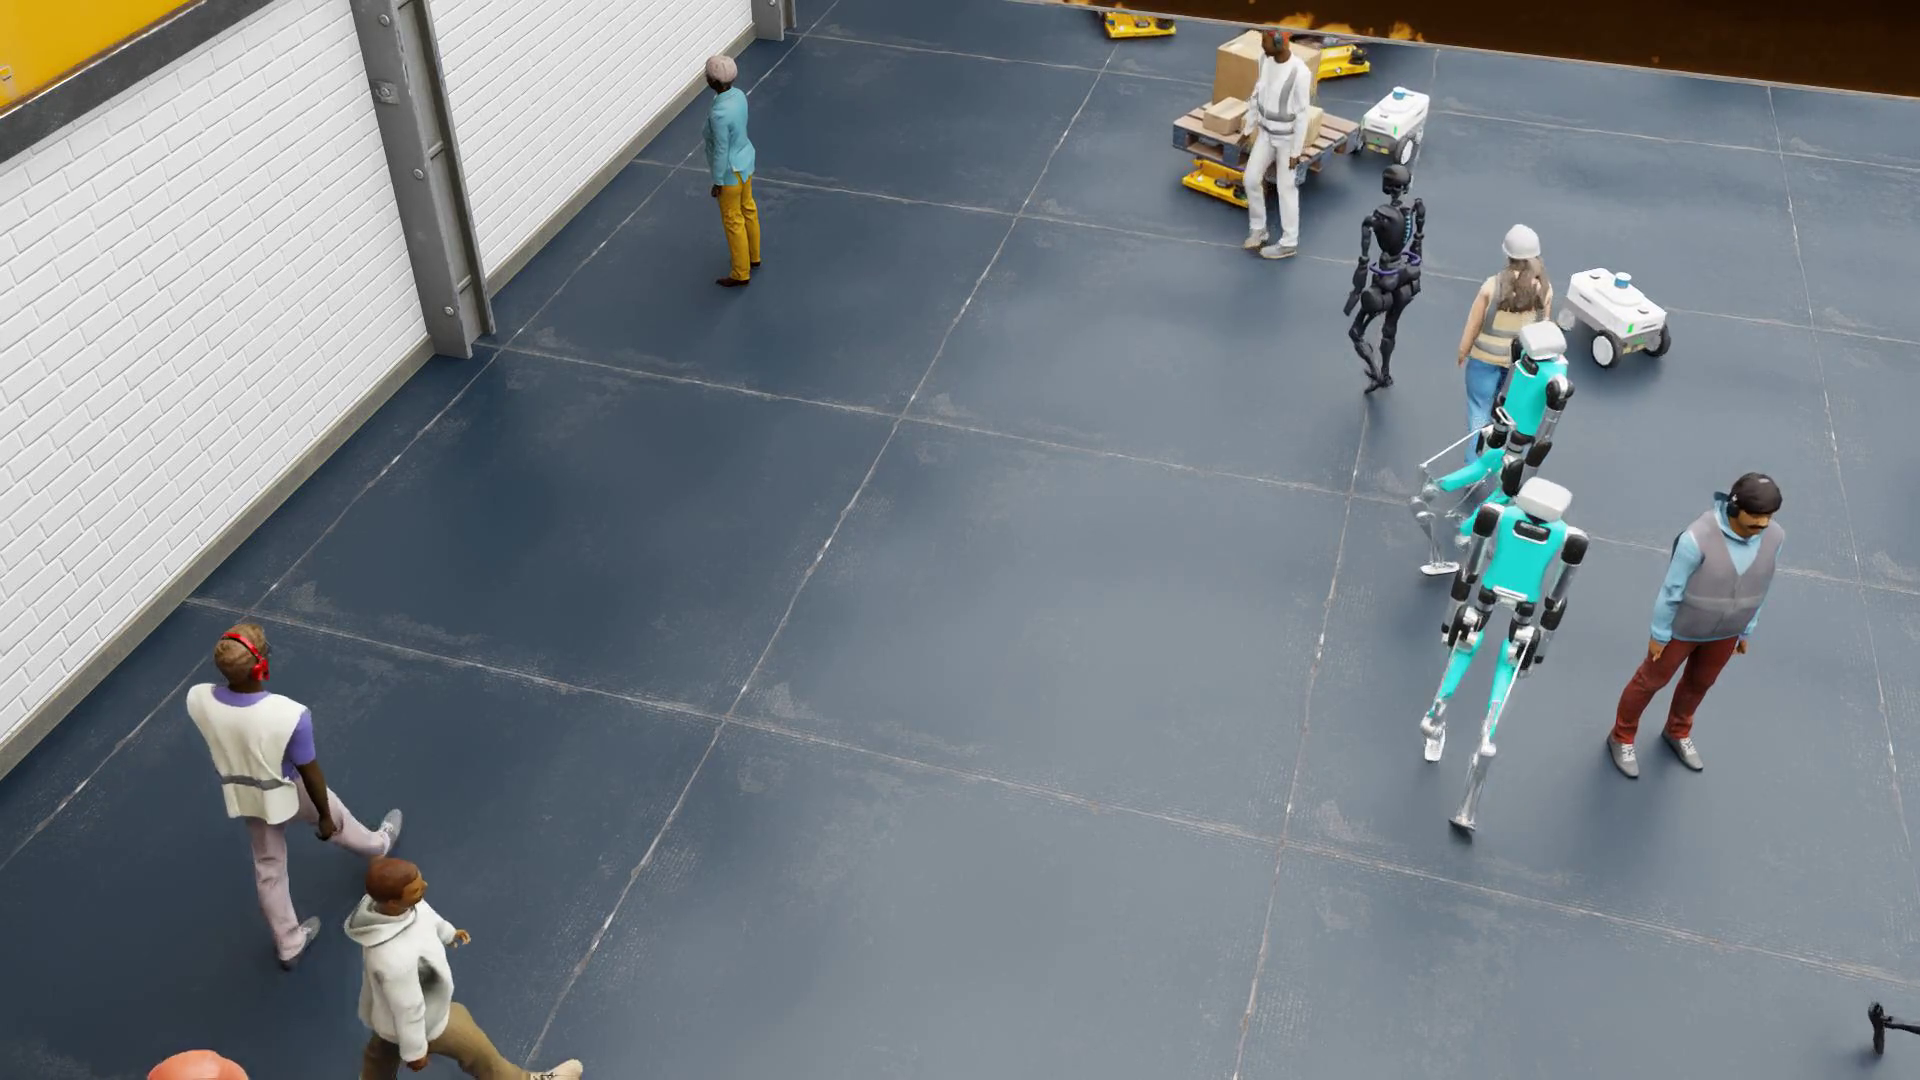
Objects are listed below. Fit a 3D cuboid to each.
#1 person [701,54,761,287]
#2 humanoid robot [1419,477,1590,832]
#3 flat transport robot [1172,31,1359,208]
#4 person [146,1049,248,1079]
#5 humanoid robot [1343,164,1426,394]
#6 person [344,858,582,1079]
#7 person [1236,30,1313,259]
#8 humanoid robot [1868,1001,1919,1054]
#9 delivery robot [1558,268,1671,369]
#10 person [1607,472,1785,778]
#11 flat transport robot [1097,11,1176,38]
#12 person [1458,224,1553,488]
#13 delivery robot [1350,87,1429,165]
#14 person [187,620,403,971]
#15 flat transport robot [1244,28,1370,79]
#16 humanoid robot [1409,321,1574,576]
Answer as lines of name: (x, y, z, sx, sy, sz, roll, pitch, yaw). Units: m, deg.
person: (-1.688, -2.701, 12.178, 0.338, 1.754, 0.535, 9, 40, 11)
humanoid robot: (2.554, 0.649, 8.067, 0.565, 1.807, 0.944, 16, 42, 19)
flat transport robot: (2.551, -3.205, 13.991, 0.659, 0.231, 1.431, 29, 47, 31)
person: (-2.577, 2.329, 5.828, 0.653, 1.878, 0.413, 14, 41, 17)
humanoid robot: (2.849, -1.701, 11.000, 0.607, 1.652, 0.410, -22, 44, -25)
person: (-2.120, 1.825, 6.583, 0.975, 1.707, 0.522, -21, 43, -24)
person: (2.370, -3.023, 12.506, 0.450, 1.863, 0.583, -19, 43, -22)
humanoid robot: (4.085, 1.743, 6.717, 0.599, 1.637, 0.552, -23, 44, -26)
delivery robot: (4.632, -1.586, 11.764, 0.499, 0.614, 0.815, -14, 41, -17)
person: (3.650, 0.409, 8.222, 0.530, 1.870, 0.416, -5, 39, -6)
flat transport robot: (1.684, -5.415, 16.740, 0.659, 0.231, 1.431, -5, 39, -7)
person: (3.346, -1.138, 10.285, 0.487, 1.693, 0.828, 4, 39, 5)
delivery robot: (3.705, -3.573, 14.202, 0.499, 0.571, 0.756, 24, 45, 27)
person: (-3.003, 1.050, 7.478, 0.570, 1.802, 0.937, 6, 39, 7)
flat transport robot: (3.309, -4.815, 15.993, 0.659, 0.231, 1.431, -11, 40, -14)
humanoid robot: (2.951, -0.414, 9.339, 0.917, 1.763, 0.543, -7, 39, -9)
